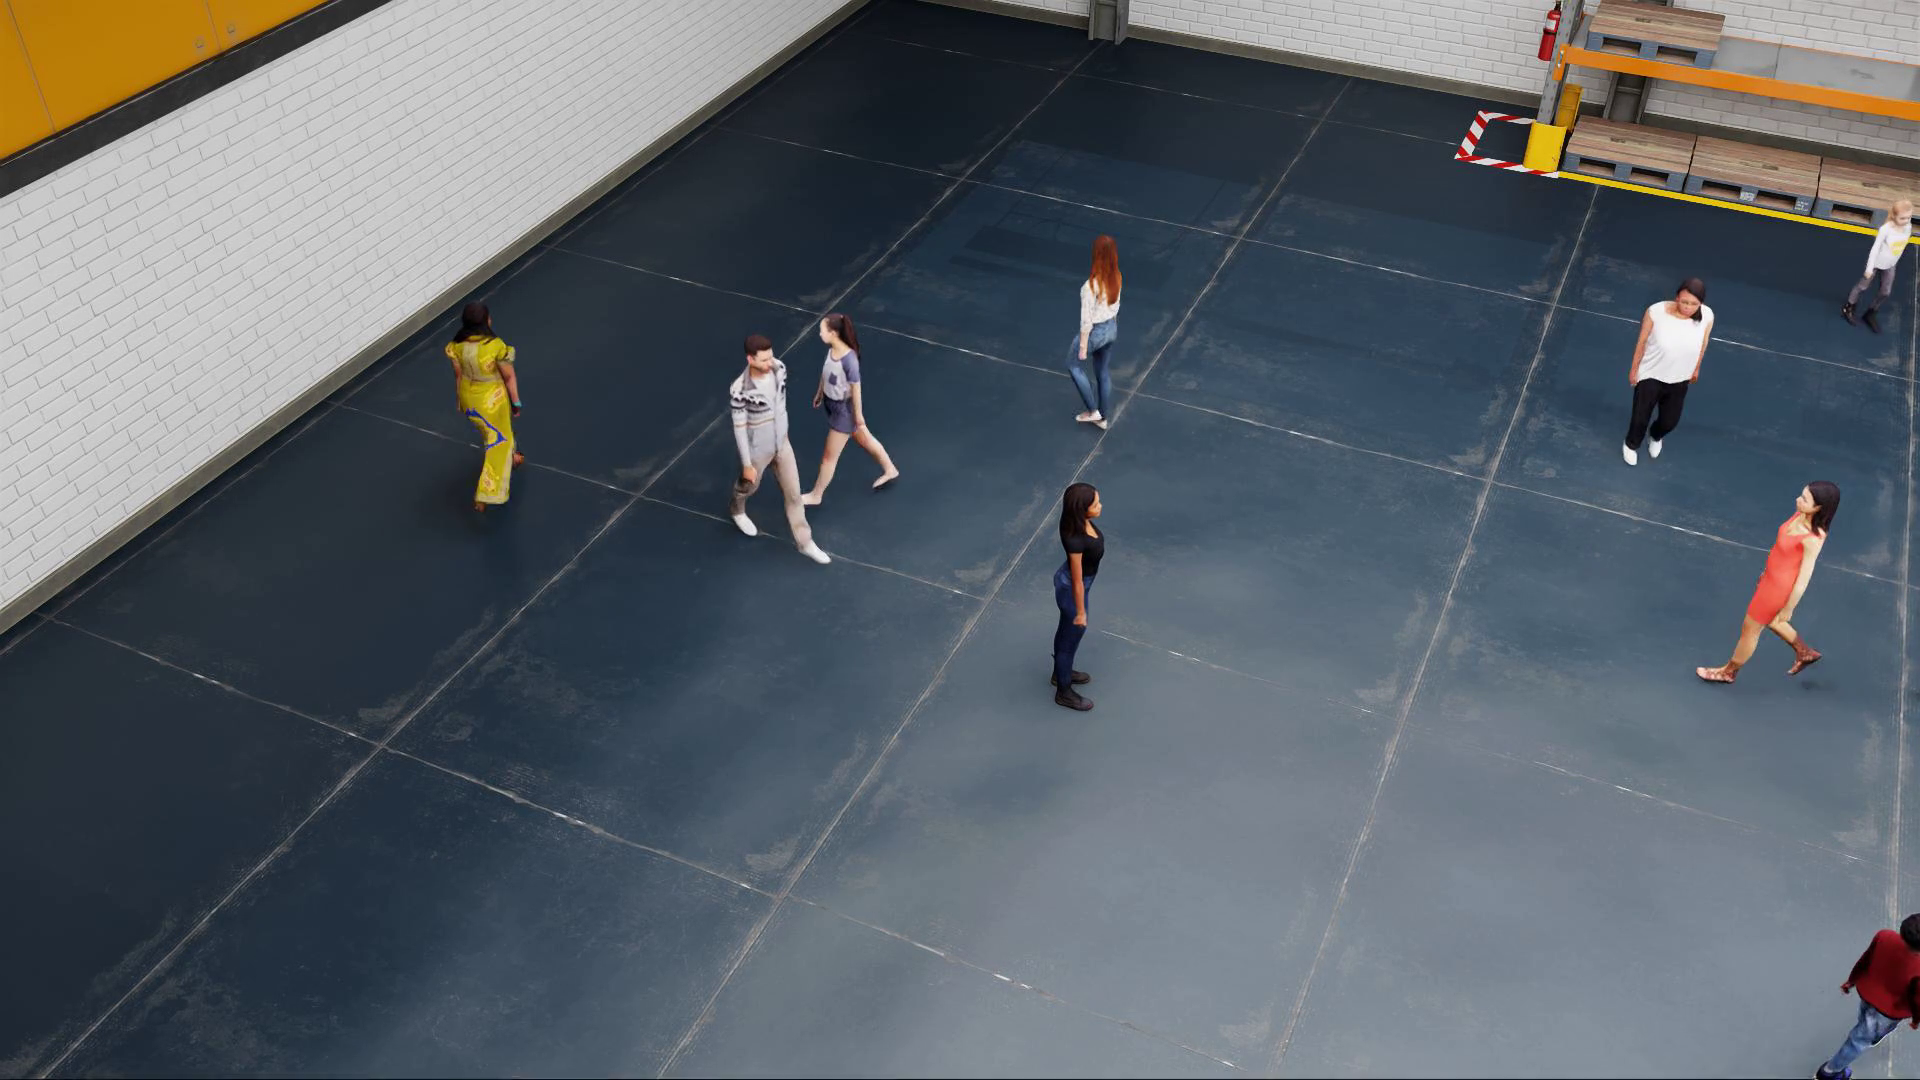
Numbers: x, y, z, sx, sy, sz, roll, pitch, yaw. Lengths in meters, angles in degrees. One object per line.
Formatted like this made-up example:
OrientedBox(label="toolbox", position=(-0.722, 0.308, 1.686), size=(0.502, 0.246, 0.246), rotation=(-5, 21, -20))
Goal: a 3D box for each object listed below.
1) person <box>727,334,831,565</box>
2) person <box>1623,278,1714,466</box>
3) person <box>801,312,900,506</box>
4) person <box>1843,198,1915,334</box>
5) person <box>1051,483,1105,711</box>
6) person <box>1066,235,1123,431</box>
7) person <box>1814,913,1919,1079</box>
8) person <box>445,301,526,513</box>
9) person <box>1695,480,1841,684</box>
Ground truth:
OrientedBox(label="person", position=(-1.471, -0.709, 11.993), size=(1.304, 1.809, 0.979), rotation=(31, 48, 33))
OrientedBox(label="person", position=(5.472, -1.347, 12.902), size=(0.678, 1.671, 0.827), rotation=(7, 39, 9))
OrientedBox(label="person", position=(-0.777, -0.988, 12.513), size=(1.138, 1.595, 1.062), rotation=(-13, 40, -16))
OrientedBox(label="person", position=(8.076, -2.454, 14.618), size=(0.664, 1.260, 0.705), rotation=(-5, 39, -6))
OrientedBox(label="person", position=(0.730, 0.345, 10.729), size=(0.646, 1.740, 0.636), rotation=(1, 39, 1))
OrientedBox(label="person", position=(1.146, -1.591, 13.170), size=(0.686, 1.719, 0.703), rotation=(-28, 46, -31))
OrientedBox(label="person", position=(4.710, 2.383, 8.584), size=(0.891, 1.232, 0.827), rotation=(-13, 40, -15))
OrientedBox(label="person", position=(-3.559, -0.958, 12.464), size=(1.152, 1.610, 0.906), rotation=(10, 40, 13))
OrientedBox(label="person", position=(5.406, 0.311, 10.800), size=(1.020, 1.704, 0.726), rotation=(7, 39, 9))
